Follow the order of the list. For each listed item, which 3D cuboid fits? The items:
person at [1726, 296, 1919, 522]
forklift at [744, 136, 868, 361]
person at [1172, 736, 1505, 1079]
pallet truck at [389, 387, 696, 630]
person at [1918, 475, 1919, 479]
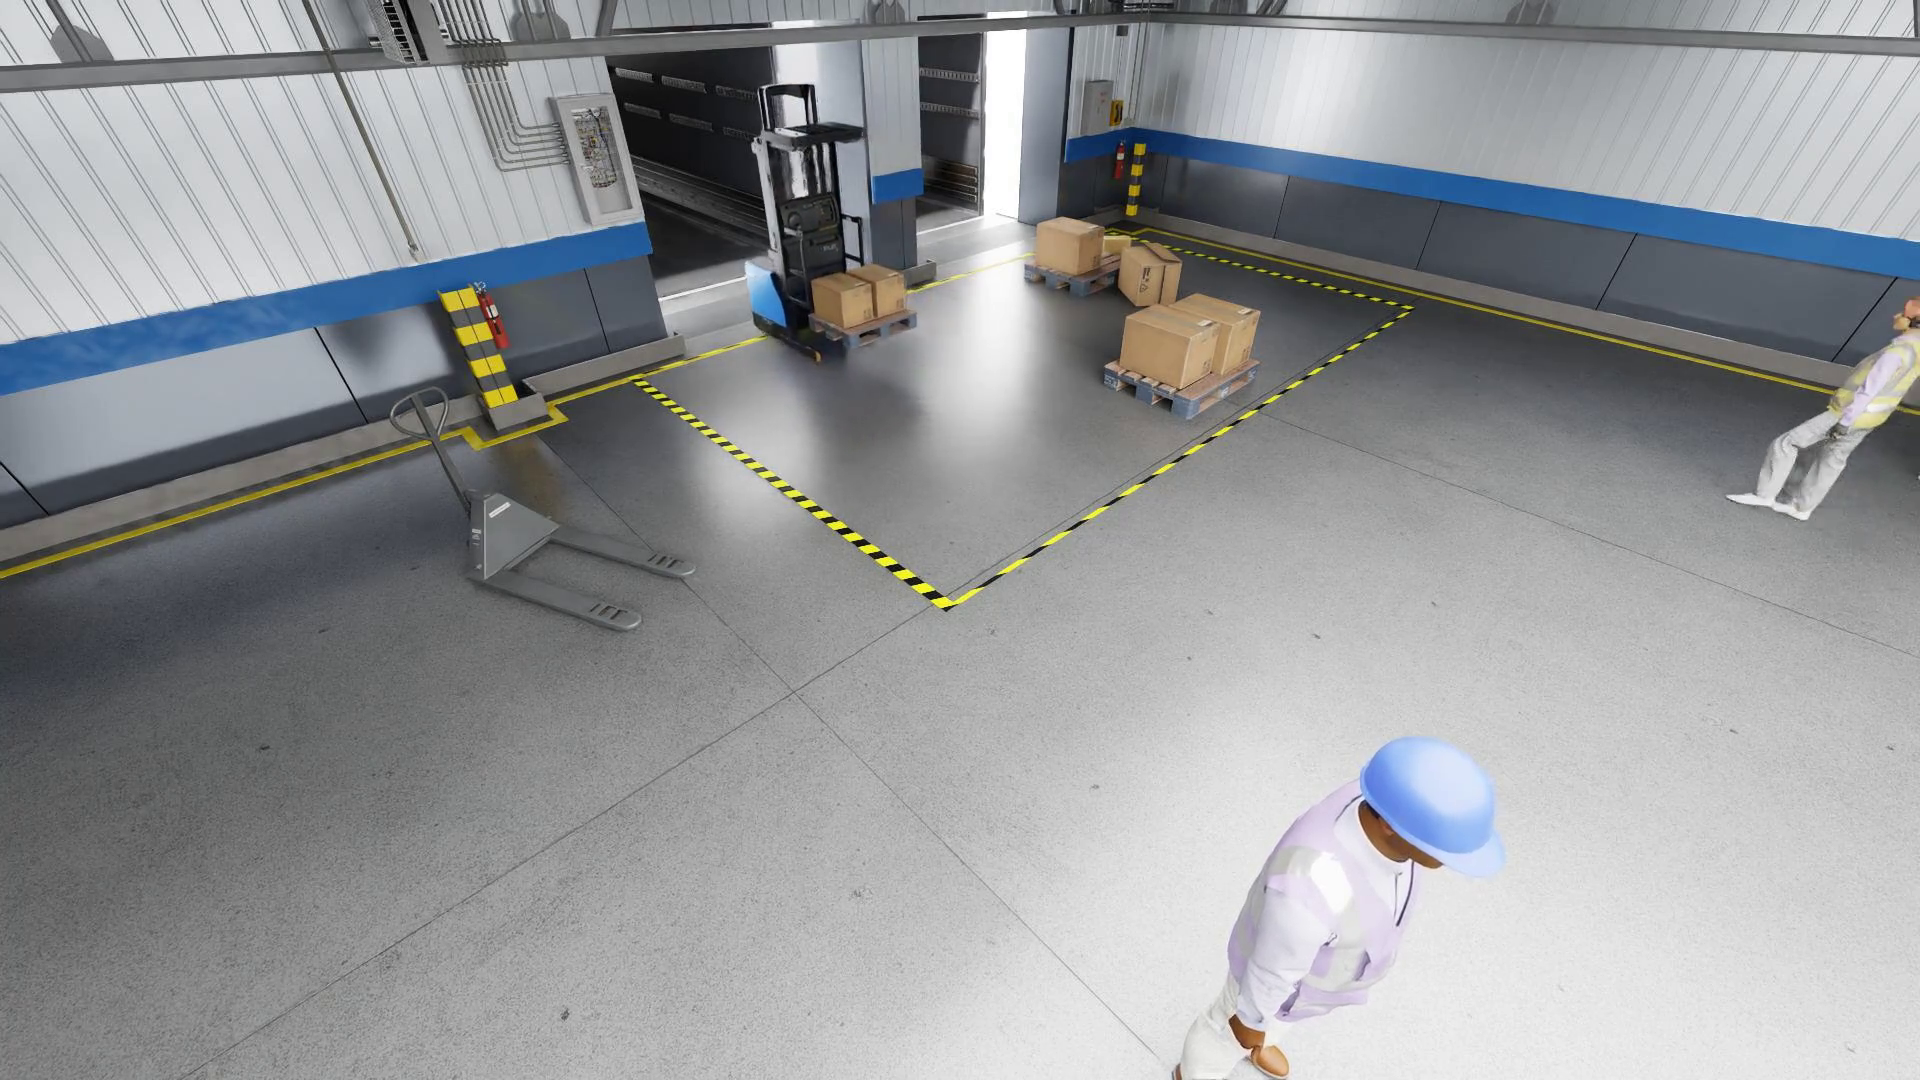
[{"bbox_3d":[6.155,-0.874,5.092,0.520,1.625,0.419,-15,40,-18],"label":"person"},{"bbox_3d":[-1.801,-3.171,7.722,0.716,2.013,0.776,-30,47,-33],"label":"forklift"},{"bbox_3d":[1.000,1.207,2.131,0.606,1.946,0.403,-26,45,-30],"label":"person"},{"bbox_3d":[-2.613,-0.247,4.593,1.601,1.201,0.680,14,40,17],"label":"pallet truck"},{"bbox_3d":[7.877,-1.112,5.298,0.484,1.744,0.295,0,38,-1],"label":"person"}]
